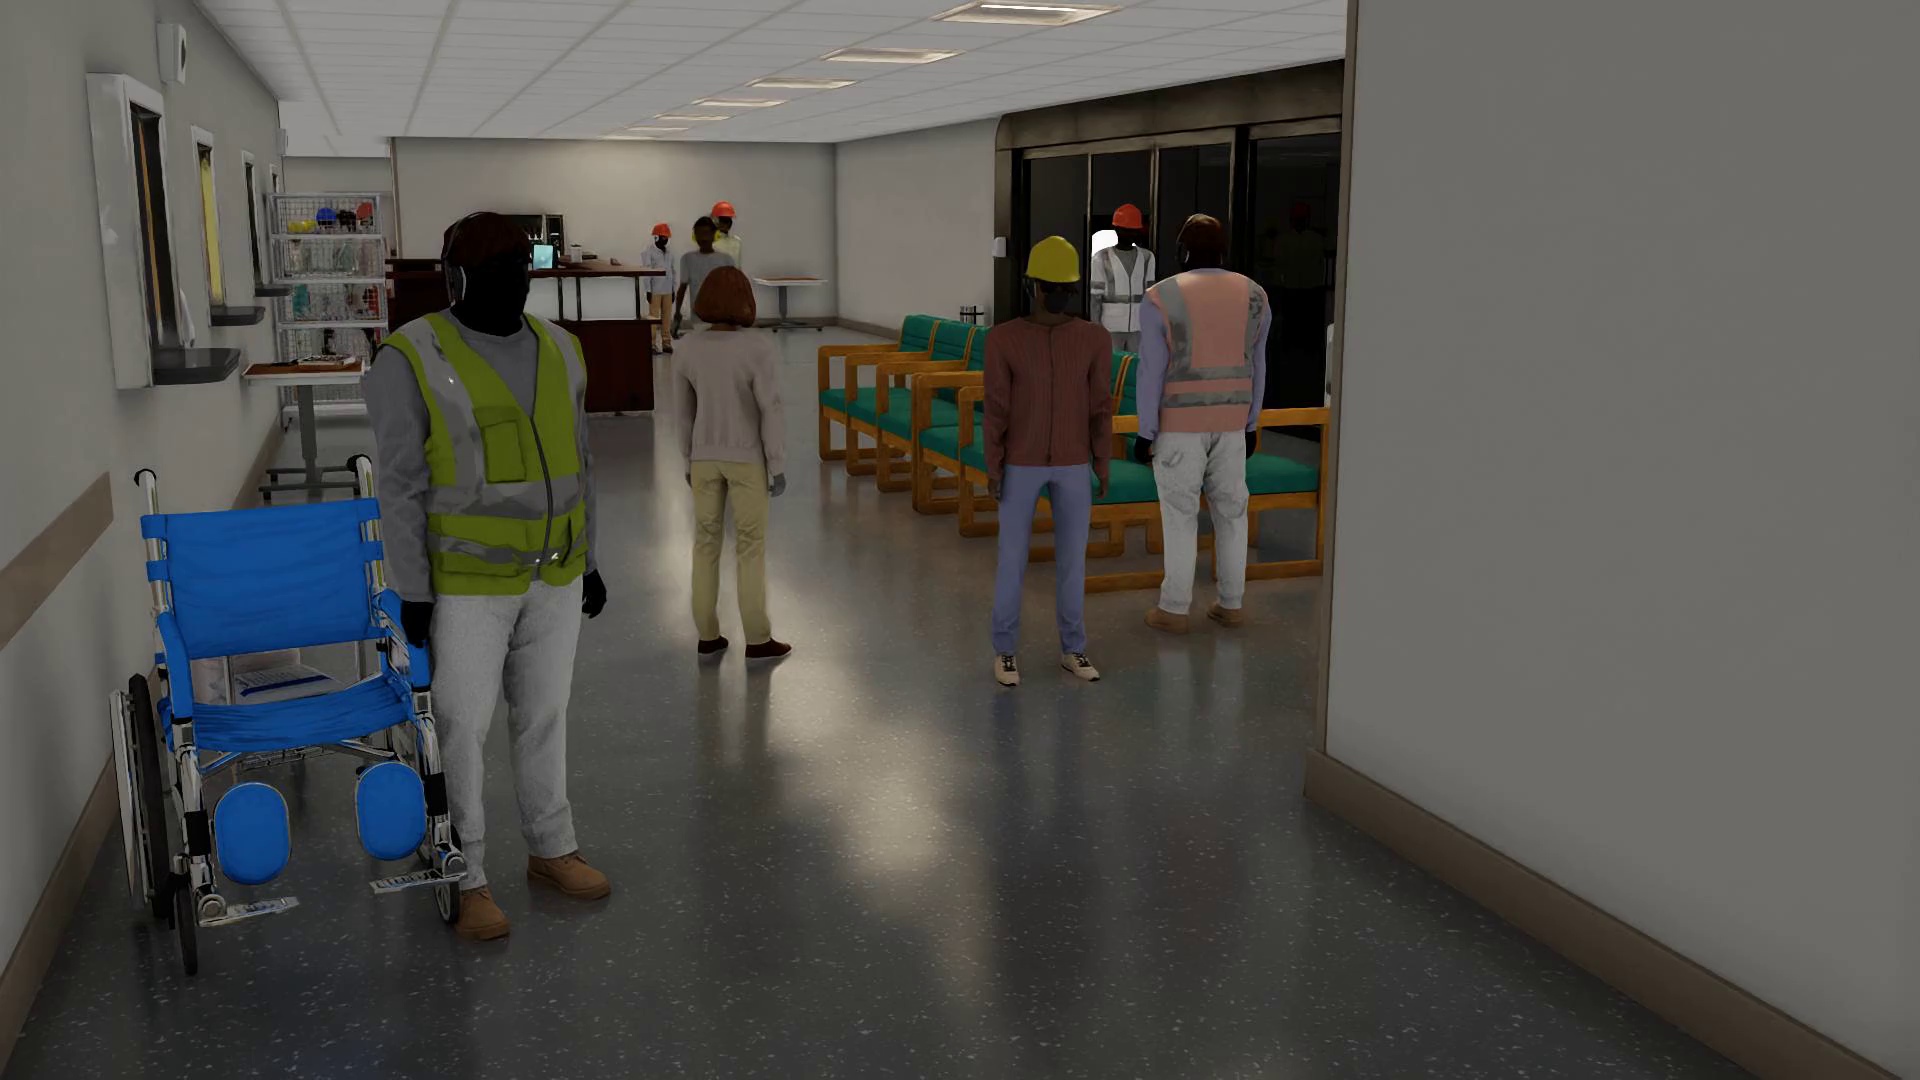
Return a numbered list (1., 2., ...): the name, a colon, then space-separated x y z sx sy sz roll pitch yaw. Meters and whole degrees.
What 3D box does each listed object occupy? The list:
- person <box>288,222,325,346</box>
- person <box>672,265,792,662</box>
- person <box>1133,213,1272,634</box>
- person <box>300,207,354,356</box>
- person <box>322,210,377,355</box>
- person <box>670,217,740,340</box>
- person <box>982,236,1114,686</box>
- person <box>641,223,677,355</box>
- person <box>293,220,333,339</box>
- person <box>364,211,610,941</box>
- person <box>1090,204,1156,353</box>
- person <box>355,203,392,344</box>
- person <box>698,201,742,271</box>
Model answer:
1. person: -9.416 -3.600 23.496 0.832 1.731 0.546 -3 11 -16
2. person: -0.944 -0.308 6.872 0.497 1.633 0.285 5 12 23
3. person: 1.043 -0.502 7.337 0.624 1.844 0.430 -4 12 -19
4. person: -7.505 -2.976 19.796 0.602 1.939 0.423 0 11 -2
5. person: -7.840 -3.261 21.315 1.025 1.914 0.624 3 11 14
6. person: -2.251 -1.906 14.596 0.516 1.820 0.983 3 11 15
7. person: 0.345 -0.294 6.493 0.521 1.759 0.346 -2 11 -11
8. person: -3.966 -3.334 22.113 0.352 1.743 0.564 8 13 35
9. person: -9.660 -3.902 24.957 0.610 1.773 0.758 -6 13 -29
10. person: -1.182 0.086 4.317 0.429 1.844 0.627 9 14 39
11. person: 1.314 -1.707 13.308 0.546 1.929 0.392 -3 12 -17
12. person: -7.083 -3.073 20.154 0.393 1.985 0.611 0 11 1
13. person: -2.607 -2.723 18.332 0.375 1.996 0.608 9 14 38
